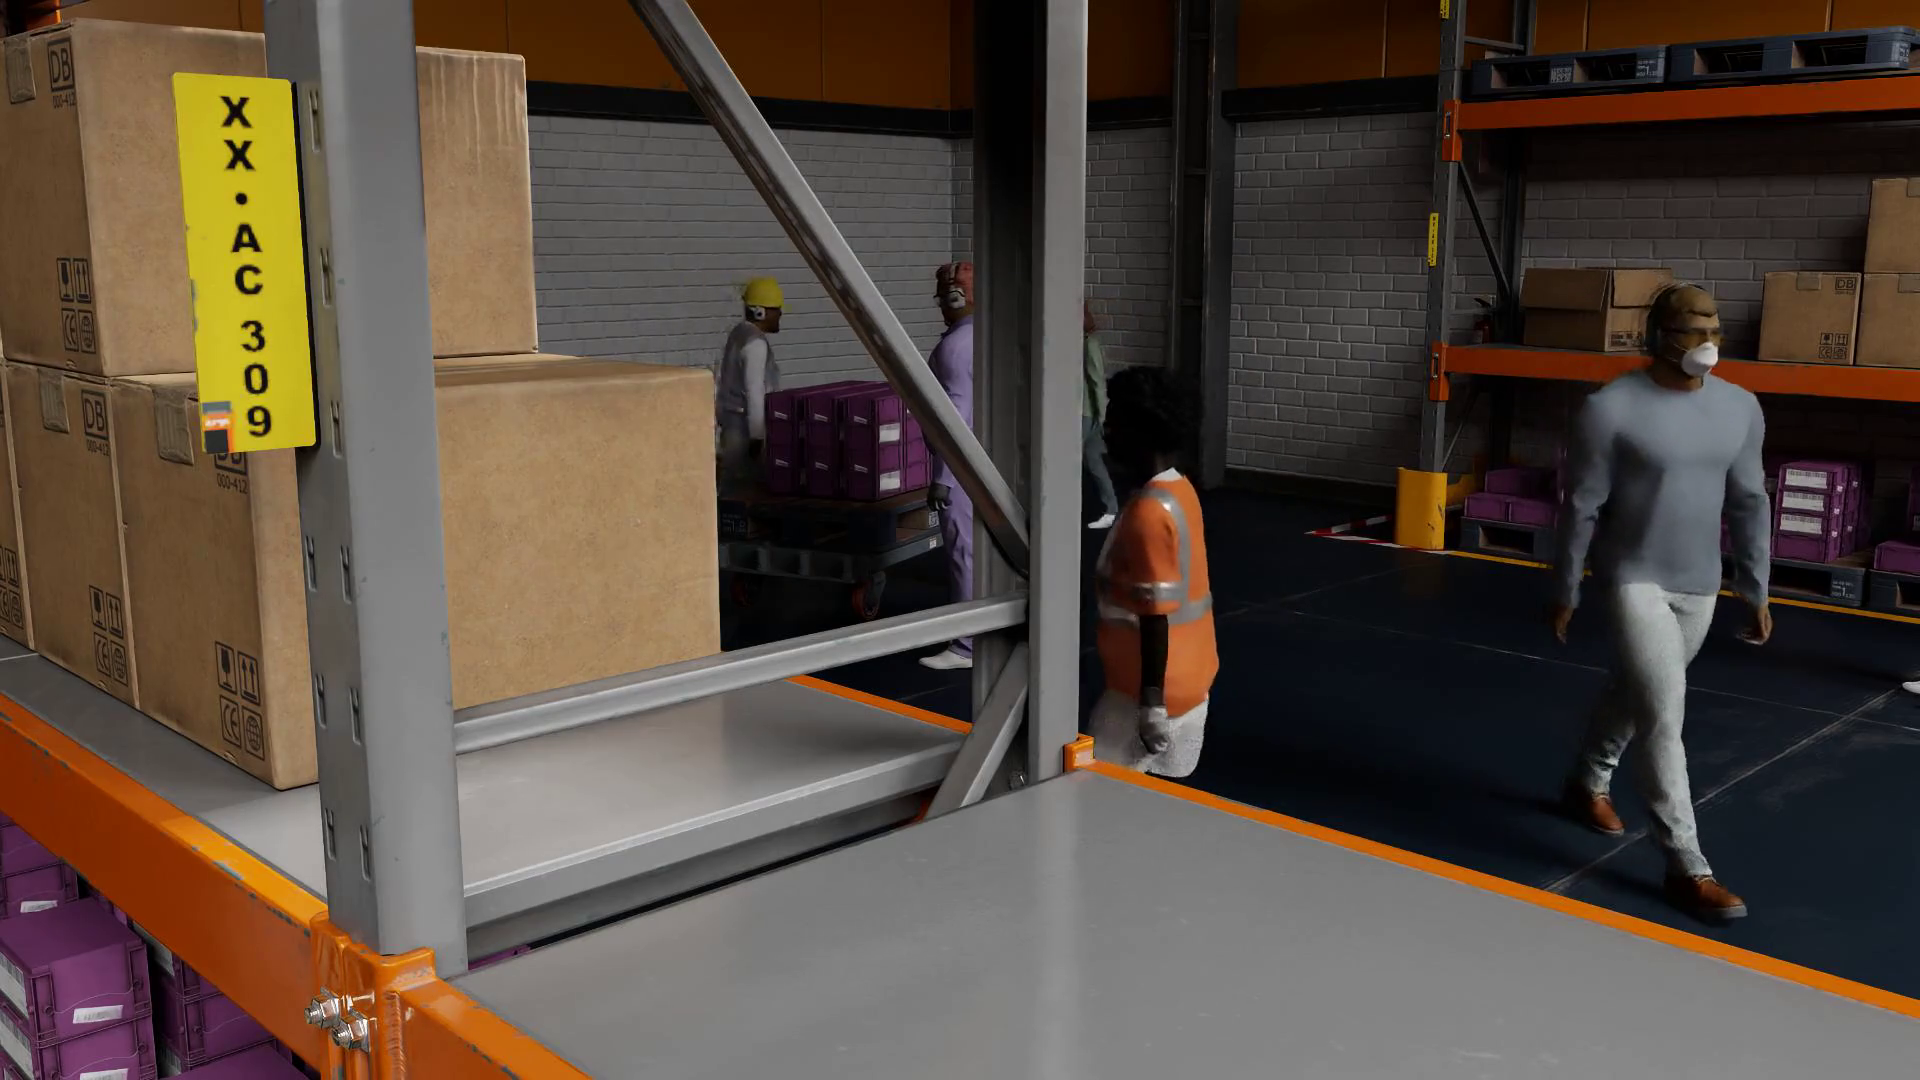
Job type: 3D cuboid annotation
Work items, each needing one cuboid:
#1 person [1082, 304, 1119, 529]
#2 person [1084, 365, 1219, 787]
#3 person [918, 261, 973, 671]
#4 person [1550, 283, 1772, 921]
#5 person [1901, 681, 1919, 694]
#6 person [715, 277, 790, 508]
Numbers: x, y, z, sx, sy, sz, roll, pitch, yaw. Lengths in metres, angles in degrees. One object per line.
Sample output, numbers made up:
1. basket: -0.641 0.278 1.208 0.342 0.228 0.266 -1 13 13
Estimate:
1. person: 0.750 -0.838 11.317 0.867 1.582 0.523 -4 11 -20
2. person: 0.499 0.382 4.435 0.380 1.685 0.535 4 11 19
3. person: 0.016 -0.342 7.790 0.409 1.903 0.639 4 11 23
4. person: 2.201 0.136 5.254 0.645 1.886 1.062 -2 11 -13
5. person: 4.305 -0.220 7.084 0.396 1.918 0.588 3 11 15
6. person: -1.364 -0.742 10.355 0.996 1.773 0.599 -2 11 -12
